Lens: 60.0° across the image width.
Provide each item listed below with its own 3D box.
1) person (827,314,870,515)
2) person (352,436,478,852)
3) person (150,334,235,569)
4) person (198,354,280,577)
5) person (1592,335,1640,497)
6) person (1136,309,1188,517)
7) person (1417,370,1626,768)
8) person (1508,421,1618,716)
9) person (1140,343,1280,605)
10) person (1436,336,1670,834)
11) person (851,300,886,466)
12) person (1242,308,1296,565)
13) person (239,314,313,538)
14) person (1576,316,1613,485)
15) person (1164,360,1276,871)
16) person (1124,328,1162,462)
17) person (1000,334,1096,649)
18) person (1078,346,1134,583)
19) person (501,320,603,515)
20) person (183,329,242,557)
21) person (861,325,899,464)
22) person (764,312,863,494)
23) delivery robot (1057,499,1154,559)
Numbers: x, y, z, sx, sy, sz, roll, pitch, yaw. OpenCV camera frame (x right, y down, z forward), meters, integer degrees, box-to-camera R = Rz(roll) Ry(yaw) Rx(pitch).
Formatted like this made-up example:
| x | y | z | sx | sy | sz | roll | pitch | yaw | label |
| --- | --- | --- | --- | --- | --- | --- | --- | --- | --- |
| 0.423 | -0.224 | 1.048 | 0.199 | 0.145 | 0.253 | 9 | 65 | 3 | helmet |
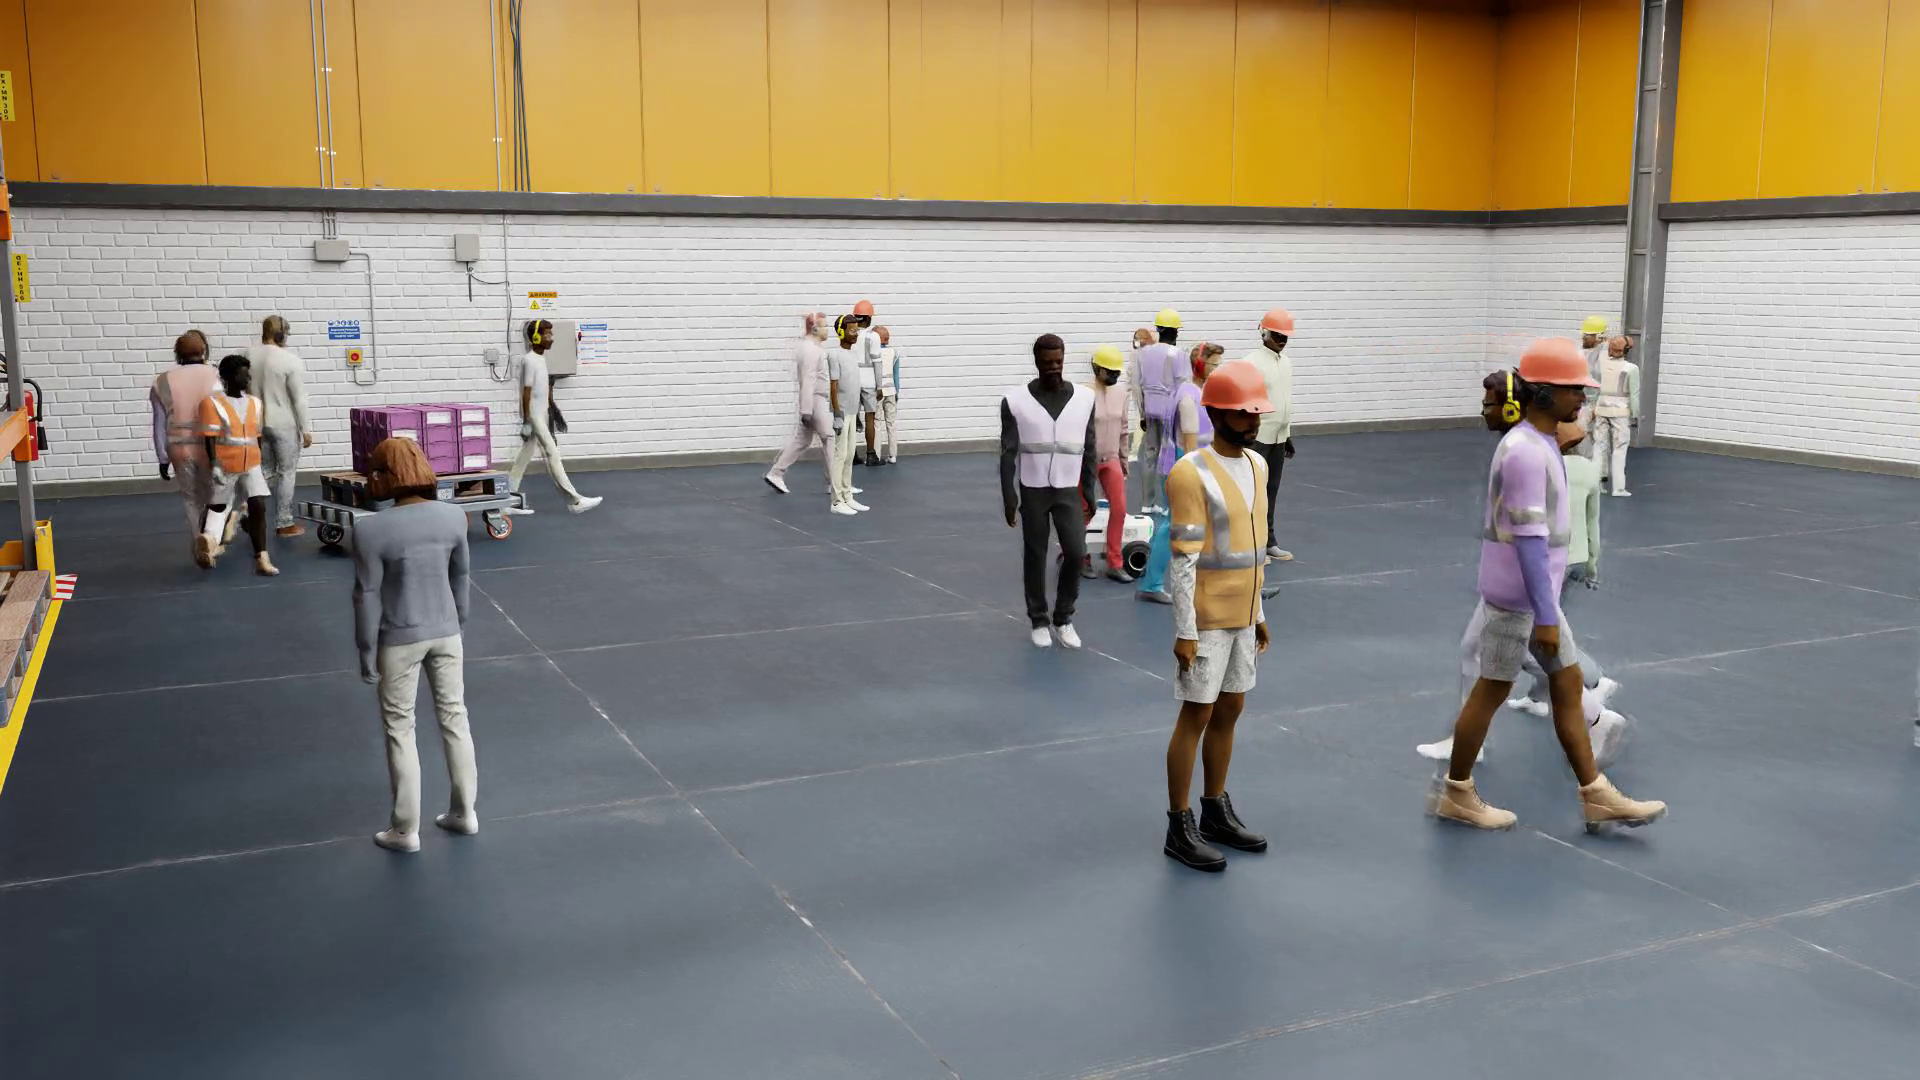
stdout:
| x | y | z | sx | sy | sz | roll | pitch | yaw | label |
| --- | --- | --- | --- | --- | --- | --- | --- | --- | --- |
| -1.054 | -1.173 | 15.608 | 0.328 | 1.868 | 0.513 | 3 | 10 | 20 | person |
| -2.146 | 0.406 | 6.554 | 0.277 | 1.630 | 0.502 | 8 | 12 | 41 | person |
| -5.703 | -0.635 | 12.460 | 0.629 | 1.809 | 0.722 | -2 | 9 | -13 | person |
| -5.480 | -0.571 | 12.481 | 0.829 | 1.663 | 0.529 | 7 | 11 | 36 | person |
| 6.600 | -1.245 | 16.766 | 0.315 | 1.638 | 0.526 | -6 | 11 | -33 | person |
| 1.895 | -1.174 | 15.416 | 0.367 | 1.926 | 0.594 | -8 | 12 | -40 | person |
| 2.565 | 0.146 | 7.513 | 0.820 | 1.835 | 0.528 | 5 | 10 | 29 | person |
| 3.030 | 0.128 | 8.296 | 0.510 | 1.610 | 0.609 | -6 | 11 | -33 | person |
| 1.647 | -0.419 | 11.152 | 0.974 | 1.786 | 0.590 | 5 | 10 | 27 | person |
| 2.374 | 0.215 | 6.549 | 0.976 | 2.005 | 0.638 | 4 | 10 | 25 | person |
| -1.124 | -1.825 | 19.426 | 0.547 | 1.938 | 0.359 | 5 | 11 | 29 | person |
| 2.402 | -0.802 | 12.934 | 0.394 | 1.985 | 0.608 | 9 | 13 | 44 | person |
| -5.813 | -0.940 | 14.045 | 0.647 | 1.910 | 0.511 | 3 | 10 | 16 | person |
| 6.668 | -1.446 | 17.497 | 0.553 | 1.802 | 0.622 | 1 | 9 | 8 | person |
| 1.020 | 0.282 | 6.357 | 0.375 | 1.935 | 0.551 | 9 | 13 | 43 | person |
| 2.249 | -1.750 | 19.985 | 0.779 | 1.606 | 0.495 | -5 | 11 | -30 | person |
| 0.540 | -0.277 | 9.942 | 0.617 | 1.895 | 0.582 | -2 | 9 | -12 | person |
| 1.044 | -0.545 | 12.096 | 0.566 | 1.722 | 0.706 | -5 | 10 | -27 | person |
| -3.847 | -1.130 | 15.468 | 0.971 | 1.817 | 0.543 | -1 | 9 | -8 | person |
| -5.991 | -0.775 | 13.295 | 0.553 | 1.819 | 0.549 | 2 | 9 | 12 | person |
| -0.928 | -1.692 | 19.524 | 0.522 | 1.640 | 0.305 | -7 | 12 | -37 | person |
| -1.522 | -1.380 | 16.885 | 0.970 | 1.869 | 0.649 | -1 | 9 | -7 | person |
| 1.084 | -0.063 | 12.481 | 0.707 | 0.478 | 0.477 | 0 | 9 | 0 | delivery robot |
